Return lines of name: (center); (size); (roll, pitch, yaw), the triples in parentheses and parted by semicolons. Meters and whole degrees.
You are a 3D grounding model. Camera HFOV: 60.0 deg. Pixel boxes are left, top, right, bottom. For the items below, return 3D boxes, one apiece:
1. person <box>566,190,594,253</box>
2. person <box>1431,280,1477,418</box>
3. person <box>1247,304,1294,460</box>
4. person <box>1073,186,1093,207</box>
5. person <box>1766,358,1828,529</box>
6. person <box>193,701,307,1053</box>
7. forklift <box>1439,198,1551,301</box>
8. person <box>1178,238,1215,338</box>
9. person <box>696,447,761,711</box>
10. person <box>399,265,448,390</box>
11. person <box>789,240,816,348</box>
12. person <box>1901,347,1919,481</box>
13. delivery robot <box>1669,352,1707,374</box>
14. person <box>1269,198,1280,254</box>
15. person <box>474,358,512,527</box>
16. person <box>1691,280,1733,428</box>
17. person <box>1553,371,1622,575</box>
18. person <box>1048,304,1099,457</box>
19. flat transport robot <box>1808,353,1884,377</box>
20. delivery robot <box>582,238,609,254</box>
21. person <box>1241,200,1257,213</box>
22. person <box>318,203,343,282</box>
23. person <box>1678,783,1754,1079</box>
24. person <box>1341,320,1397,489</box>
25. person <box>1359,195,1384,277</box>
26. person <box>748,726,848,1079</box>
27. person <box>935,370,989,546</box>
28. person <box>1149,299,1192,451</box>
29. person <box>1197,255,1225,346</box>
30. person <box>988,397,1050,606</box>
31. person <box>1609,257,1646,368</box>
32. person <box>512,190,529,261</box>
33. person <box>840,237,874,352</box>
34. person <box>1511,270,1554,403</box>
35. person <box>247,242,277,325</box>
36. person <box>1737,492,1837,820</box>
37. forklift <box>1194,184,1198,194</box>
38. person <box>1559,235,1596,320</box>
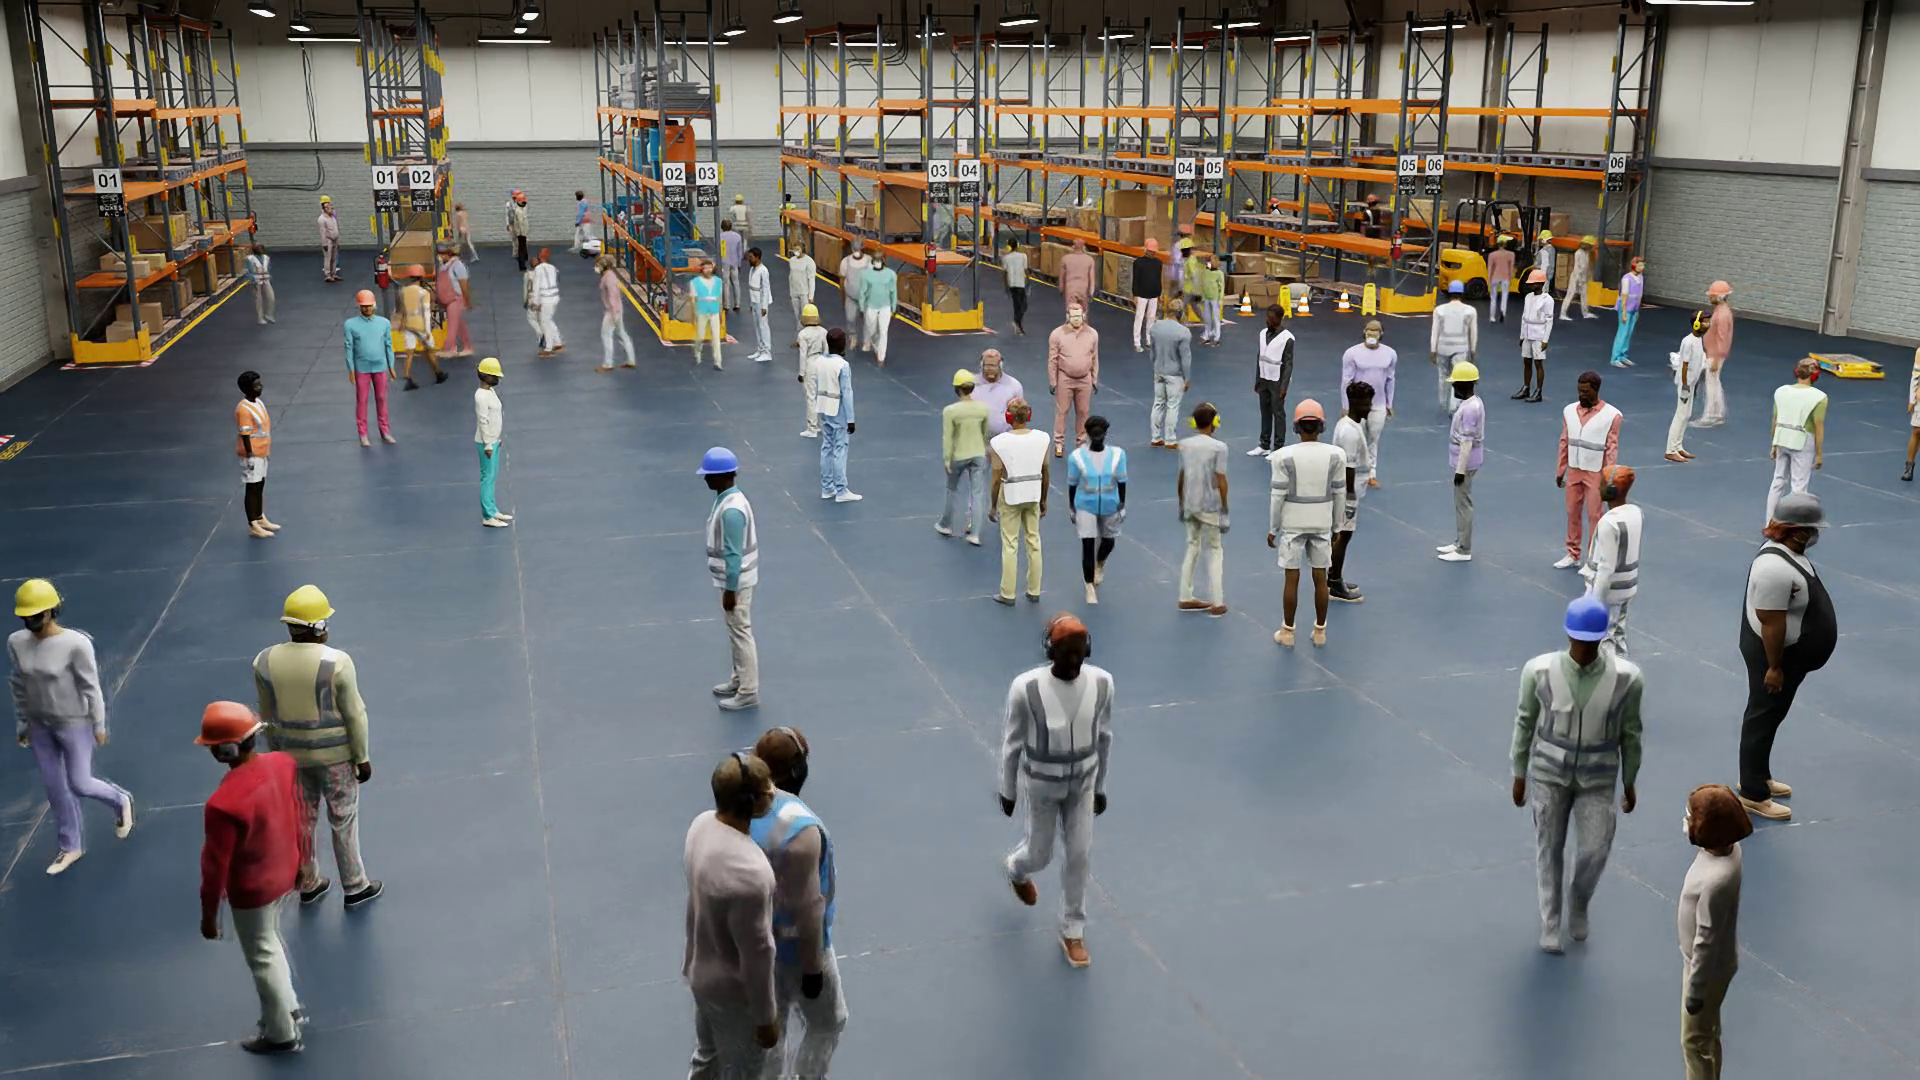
person: (-10.884, -9.076, 47.555); (0.887, 1.793, 0.622); (-6, 16, -20)
person: (6.919, -2.684, 23.307); (0.620, 1.903, 0.972); (5, 16, 17)
person: (3.868, -1.957, 20.531); (0.391, 1.922, 0.593); (-9, 17, -29)
person: (3.501, -9.114, 47.438); (0.645, 1.930, 0.441); (0, 15, 1)
person: (8.420, -0.918, 16.787); (0.394, 1.836, 0.562); (-7, 17, -26)
person: (-3.293, 1.556, 7.641); (0.448, 1.737, 0.597); (3, 15, 10)
forklift: (11.913, -6.508, 37.130); (2.313, 2.155, 1.214); (-4, 15, -15)
person: (4.284, -4.649, 30.749); (0.954, 1.880, 0.593); (2, 15, 8)
person: (-1.682, 0.271, 12.127); (0.421, 1.938, 0.604); (-4, 15, -14)
person: (-8.320, -3.287, 25.605); (0.548, 1.882, 0.995); (3, 15, 13)
person: (-2.806, -4.356, 29.547); (0.625, 1.933, 0.375); (14, 20, 42)
person: (11.283, -1.617, 19.239); (0.542, 1.928, 0.374); (7, 17, 25)
delivery robot: (11.587, -2.828, 26.246); (0.707, 0.478, 0.477); (5, 16, 17)
person: (8.432, -8.315, 44.775); (0.326, 1.752, 0.560); (1, 15, 3)
person: (-4.873, -1.021, 17.321); (0.325, 1.760, 0.523); (-1, 15, -5)
person: (10.193, -2.506, 22.475); (0.402, 1.996, 0.624); (6, 16, 22)
person: (5.878, -0.639, 15.604); (0.405, 1.906, 0.604); (-10, 18, -34)
person: (1.418, -1.974, 20.623); (0.651, 1.906, 0.403); (-3, 15, -12)
flat transport robot: (14.400, -2.859, 27.088); (0.652, 0.197, 1.431); (1, 15, 4)
delivery robot: (-10.154, -8.173, 46.359); (0.707, 0.478, 0.477); (6, 16, 21)
person: (7.812, -8.333, 44.952); (0.499, 1.696, 0.878); (-3, 15, -11)
person: (-15.278, -7.220, 40.392); (0.398, 1.899, 0.635); (3, 15, 10)
person: (3.117, 1.791, 6.995); (0.285, 1.629, 0.499); (7, 17, 26)
person: (4.639, -1.536, 18.918); (0.629, 1.936, 0.371); (-2, 15, -7)
person: (10.246, -7.632, 41.697); (0.651, 2.013, 0.803); (-8, 17, -27)
person: (-0.746, 1.684, 7.057); (0.436, 1.812, 0.657); (-13, 20, -41)
person: (0.018, -0.846, 16.707); (0.520, 1.733, 0.797); (-5, 16, -19)
person: (2.656, -2.072, 20.967); (0.392, 1.928, 0.632); (-14, 20, -42)
person: (4.538, -4.314, 29.950); (0.285, 1.634, 0.499); (-11, 18, -36)
person: (0.520, -0.329, 14.544); (0.567, 1.847, 0.389); (-6, 16, -22)
person: (11.074, -3.778, 27.559); (0.563, 1.834, 0.404); (-13, 19, -39)
person: (-12.081, -8.641, 45.677); (0.388, 1.928, 0.549); (-7, 17, -25)
person: (-1.761, -4.312, 29.162); (0.699, 2.000, 0.539); (1, 15, 3)
person: (8.395, -2.983, 24.361); (0.374, 1.935, 0.552); (-6, 16, -23)
person: (-13.721, -5.043, 32.710); (0.458, 1.621, 0.502); (11, 19, 37)
person: (5.127, 0.694, 10.325); (0.538, 2.000, 0.684); (8, 17, 26)
forklift: (7.392, -11.333, 53.972); (1.873, 2.768, 1.129); (-4, 15, -15)
person: (12.515, -5.289, 33.503); (0.665, 1.708, 0.470); (-14, 20, -42)
